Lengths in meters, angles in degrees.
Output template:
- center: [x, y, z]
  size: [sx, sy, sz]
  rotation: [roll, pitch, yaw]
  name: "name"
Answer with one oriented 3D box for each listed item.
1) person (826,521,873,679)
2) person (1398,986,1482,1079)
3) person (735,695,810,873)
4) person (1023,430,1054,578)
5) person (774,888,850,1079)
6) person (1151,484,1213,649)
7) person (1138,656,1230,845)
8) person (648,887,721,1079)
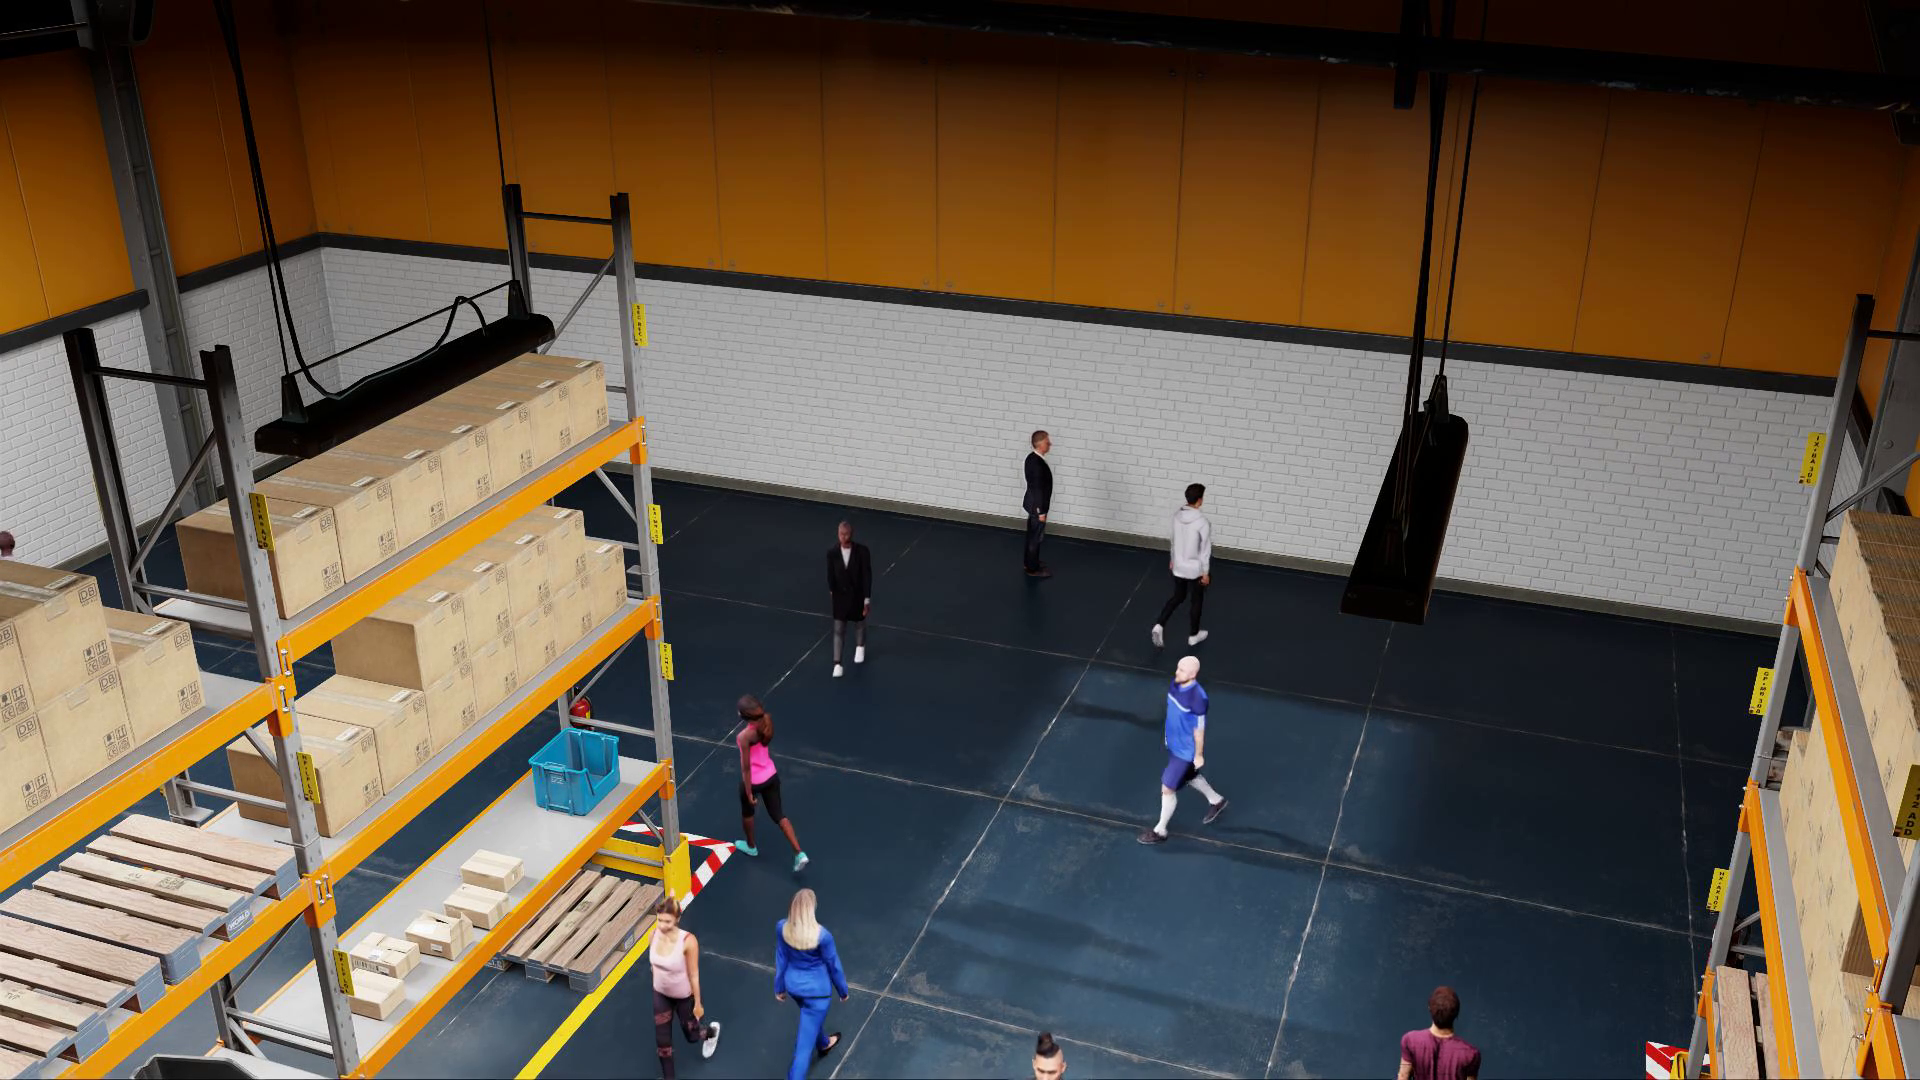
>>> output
- center: [-1.138, 0.567, 17.805]
  size: [0.851, 1.716, 1.173]
  rotation: [2, 24, 4]
  name: "person"
- center: [3.030, 3.670, 10.559]
  size: [0.777, 1.835, 0.987]
  rotation: [12, 26, 26]
  name: "person"
- center: [-1.653, 2.114, 14.301]
  size: [0.909, 1.689, 1.117]
  rotation: [21, 31, 39]
  name: "person"
- center: [0.928, -0.463, 20.041]
  size: [0.842, 1.814, 0.698]
  rotation: [-3, 24, -6]
  name: "person"
- center: [-1.114, 3.262, 11.720]
  size: [0.731, 1.652, 1.184]
  rotation: [11, 26, 24]
  name: "person"
- center: [2.435, 0.324, 18.124]
  size: [1.182, 1.906, 0.974]
  rotation: [-21, 31, -40]
  name: "person"
- center: [2.059, 1.839, 14.777]
  size: [1.190, 1.811, 1.200]
  rotation: [-8, 25, -17]
  name: "person"
- center: [-1.987, 3.203, 11.887]
  size: [0.566, 1.628, 0.973]
  rotation: [9, 25, 19]
  name: "person"
